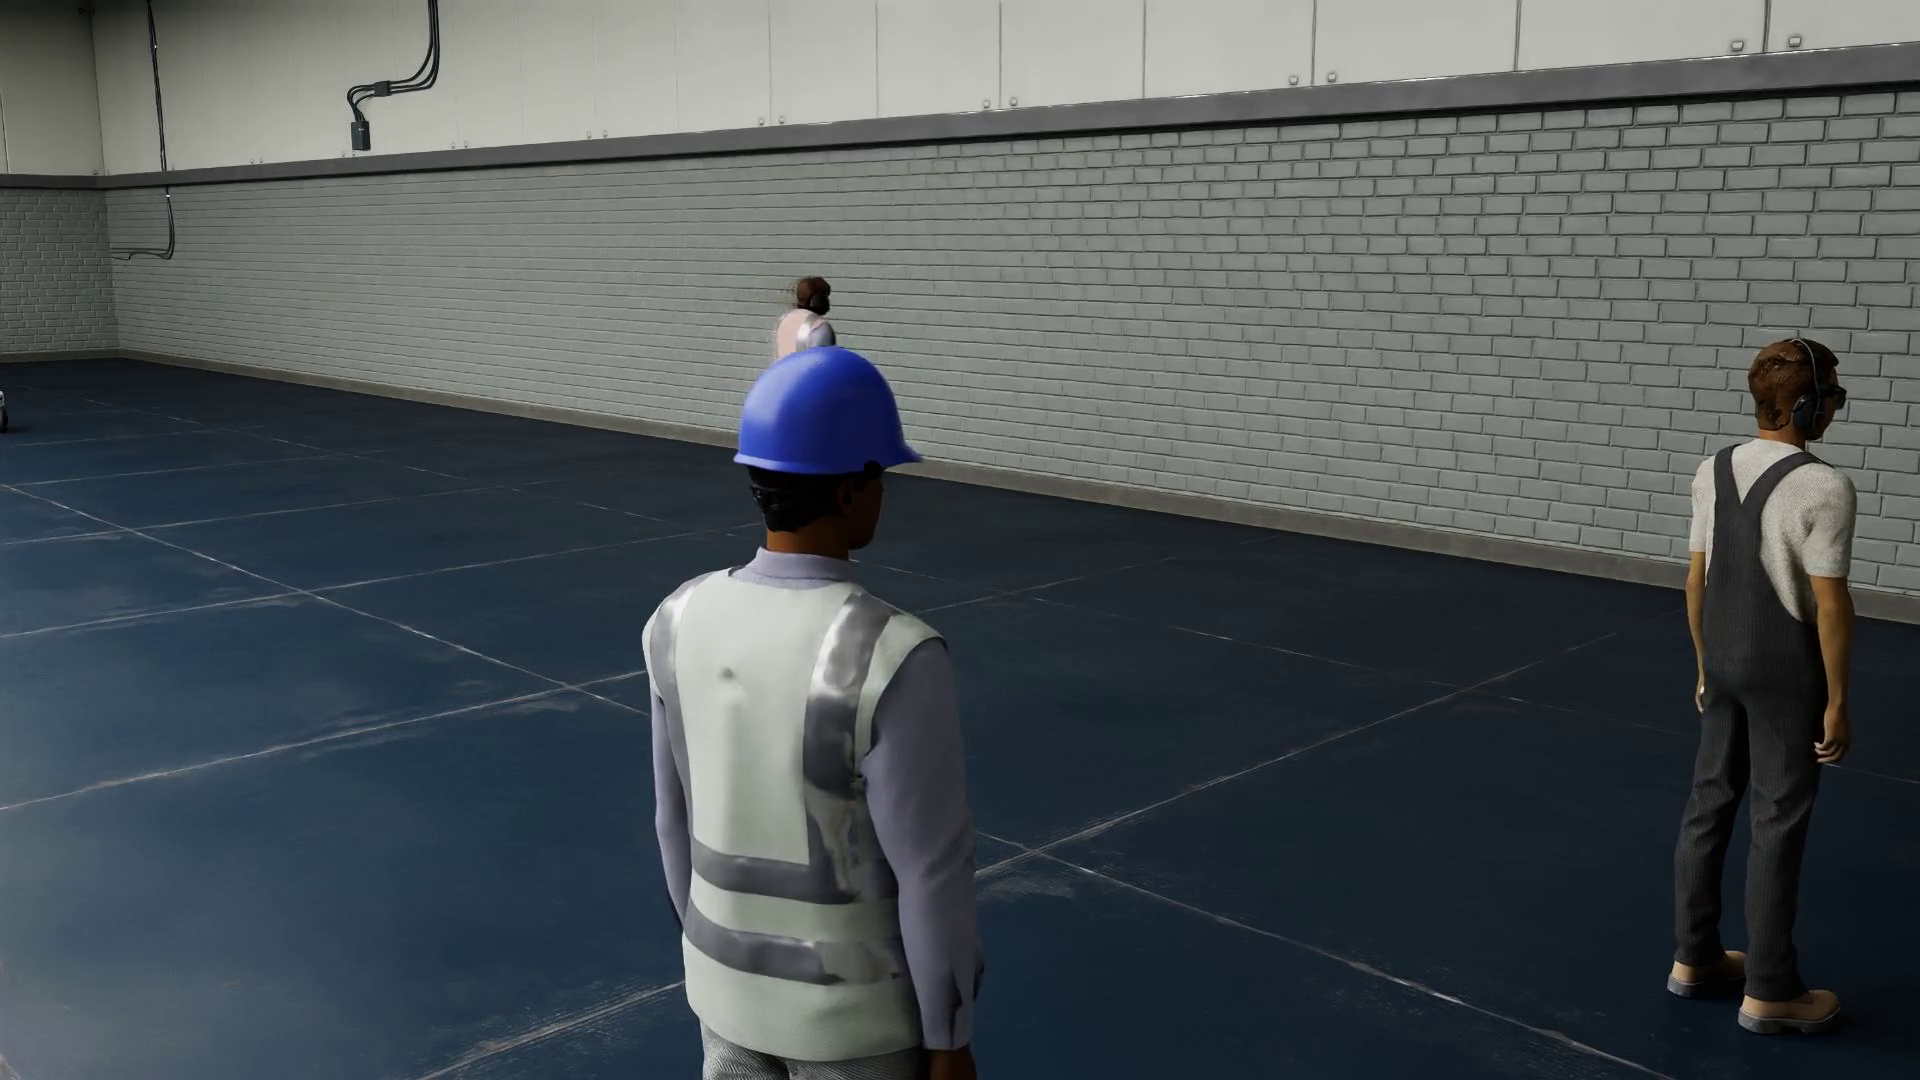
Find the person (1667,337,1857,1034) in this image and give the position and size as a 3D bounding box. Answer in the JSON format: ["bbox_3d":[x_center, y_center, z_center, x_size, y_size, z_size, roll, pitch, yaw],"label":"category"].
[{"bbox_3d":[2.170,0.384,4.470,0.345,1.846,0.507,-4,11,-22],"label":"person"}]

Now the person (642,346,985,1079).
[{"bbox_3d":[-0.213,0.682,2.560,0.602,1.948,0.386,8,13,37],"label":"person"}]

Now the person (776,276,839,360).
[{"bbox_3d":[-0.956,-0.943,11.763,0.727,1.818,0.661,-7,13,-34],"label":"person"}]

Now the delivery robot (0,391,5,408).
[{"bbox_3d":[-10.624,-1.490,18.069,0.477,0.478,0.707,-4,11,-21],"label":"delivery robot"}]
